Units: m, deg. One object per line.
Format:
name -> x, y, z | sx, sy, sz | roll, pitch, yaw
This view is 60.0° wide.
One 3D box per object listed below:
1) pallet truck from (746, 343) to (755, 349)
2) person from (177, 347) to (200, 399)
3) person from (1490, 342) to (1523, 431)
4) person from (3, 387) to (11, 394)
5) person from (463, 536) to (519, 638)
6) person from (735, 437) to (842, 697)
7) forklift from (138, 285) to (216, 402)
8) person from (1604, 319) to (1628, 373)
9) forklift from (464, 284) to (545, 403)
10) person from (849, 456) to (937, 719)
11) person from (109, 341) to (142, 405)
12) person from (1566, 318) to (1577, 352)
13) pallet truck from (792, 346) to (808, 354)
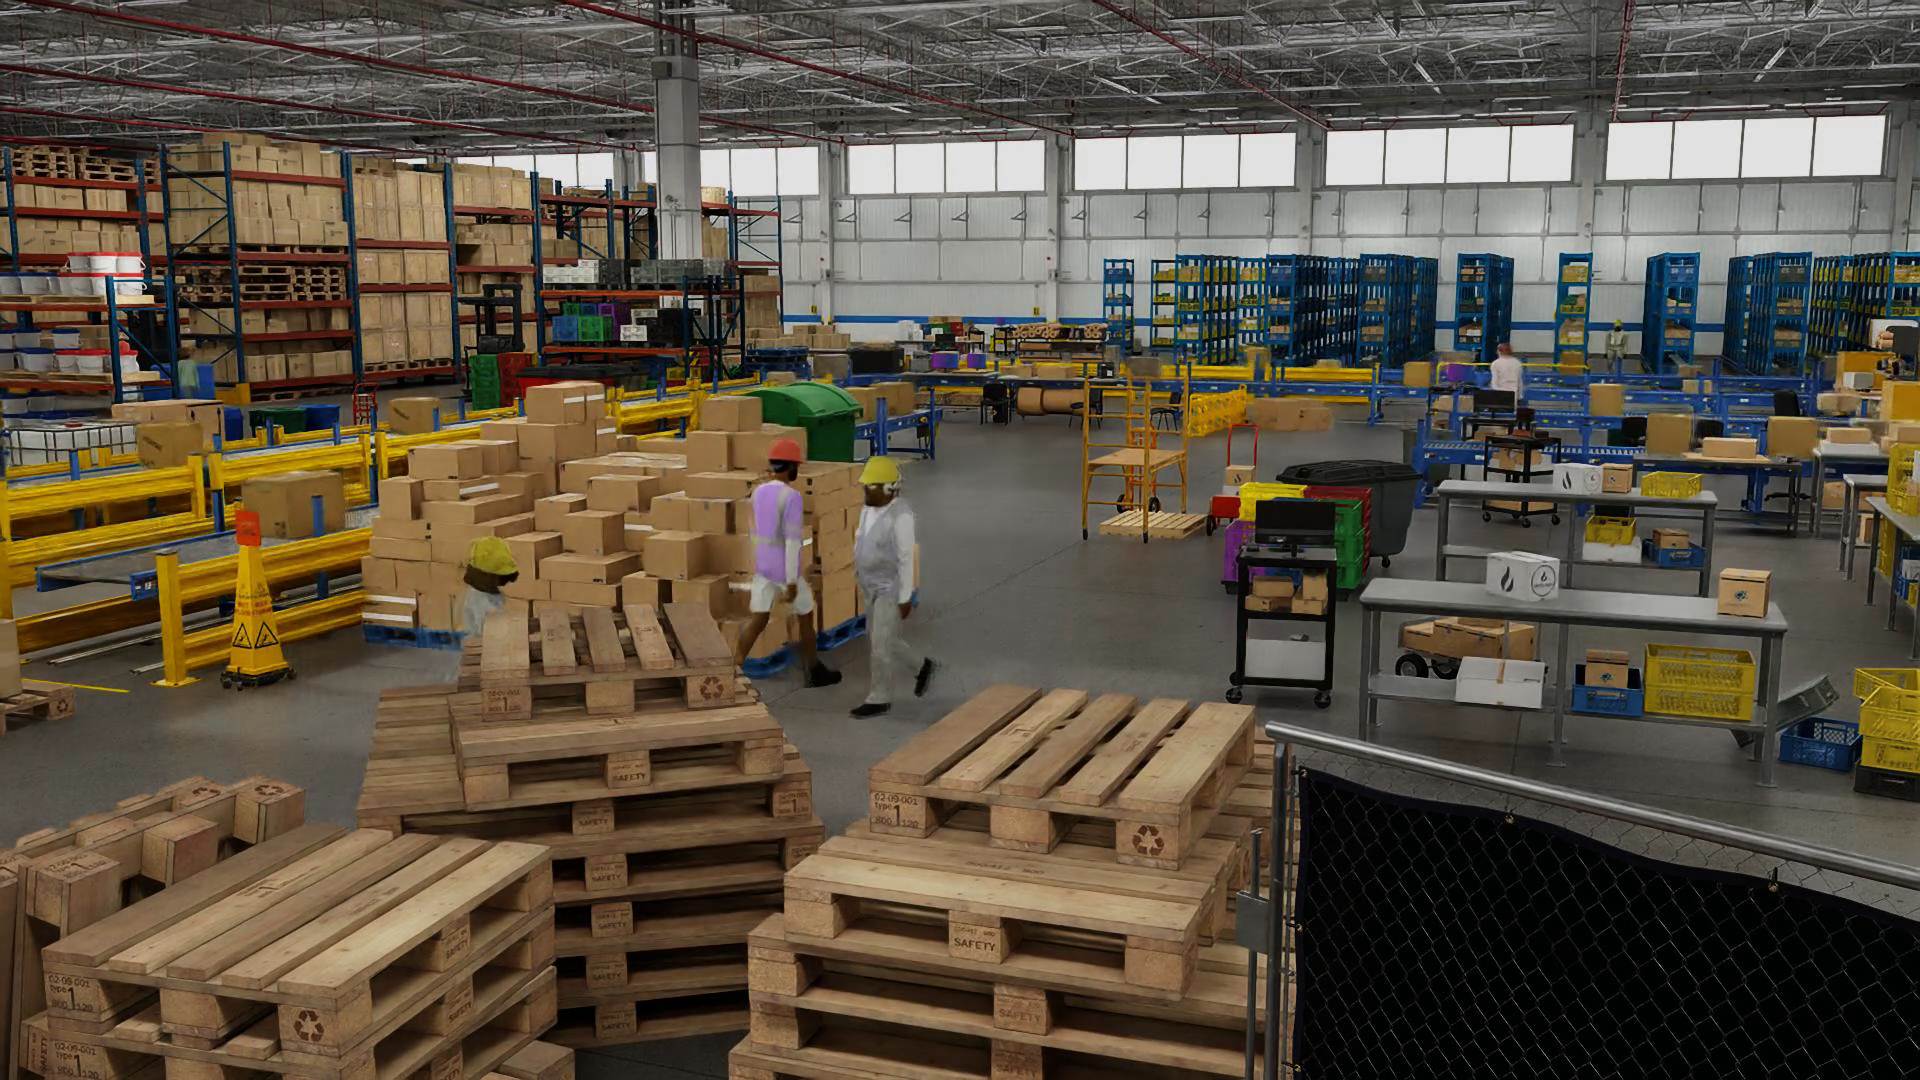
pallet truck -> -6.183, -4.618, 44.264 | 1.601, 1.201, 0.680 | -9, 12, -43
person -> -15.628, -3.107, 33.656 | 0.839, 1.582, 0.513 | 4, 10, 26
person -> 9.574, -2.503, 29.002 | 0.660, 1.873, 0.712 | -3, 10, -18
person -> -21.283, -3.730, 36.716 | 0.640, 1.869, 0.899 | -1, 9, -6
person -> -2.561, 0.803, 8.763 | 0.832, 1.690, 0.510 | -4, 10, -22
person -> -1.321, 0.201, 11.992 | 0.542, 1.881, 1.018 | 9, 12, 43
forklift -> -17.480, -4.200, 36.461 | 1.873, 2.768, 1.129 | 3, 10, 19
person -> 18.228, -5.225, 46.240 | 0.627, 1.804, 0.759 | 5, 10, 27
forklift -> -10.832, -4.702, 39.610 | 1.129, 2.768, 1.873 | 3, 10, 20
person -> -0.455, 0.308, 11.491 | 0.683, 1.816, 0.601 | -5, 11, -31
person -> -14.202, -2.427, 28.328 | 0.388, 1.930, 0.539 | 7, 12, 38
person -> 18.407, -5.954, 50.296 | 0.543, 1.976, 0.642 | 0, 9, 0
pallet truck -> -3.705, -4.298, 42.022 | 0.653, 1.274, 1.630 | 3, 10, 20
